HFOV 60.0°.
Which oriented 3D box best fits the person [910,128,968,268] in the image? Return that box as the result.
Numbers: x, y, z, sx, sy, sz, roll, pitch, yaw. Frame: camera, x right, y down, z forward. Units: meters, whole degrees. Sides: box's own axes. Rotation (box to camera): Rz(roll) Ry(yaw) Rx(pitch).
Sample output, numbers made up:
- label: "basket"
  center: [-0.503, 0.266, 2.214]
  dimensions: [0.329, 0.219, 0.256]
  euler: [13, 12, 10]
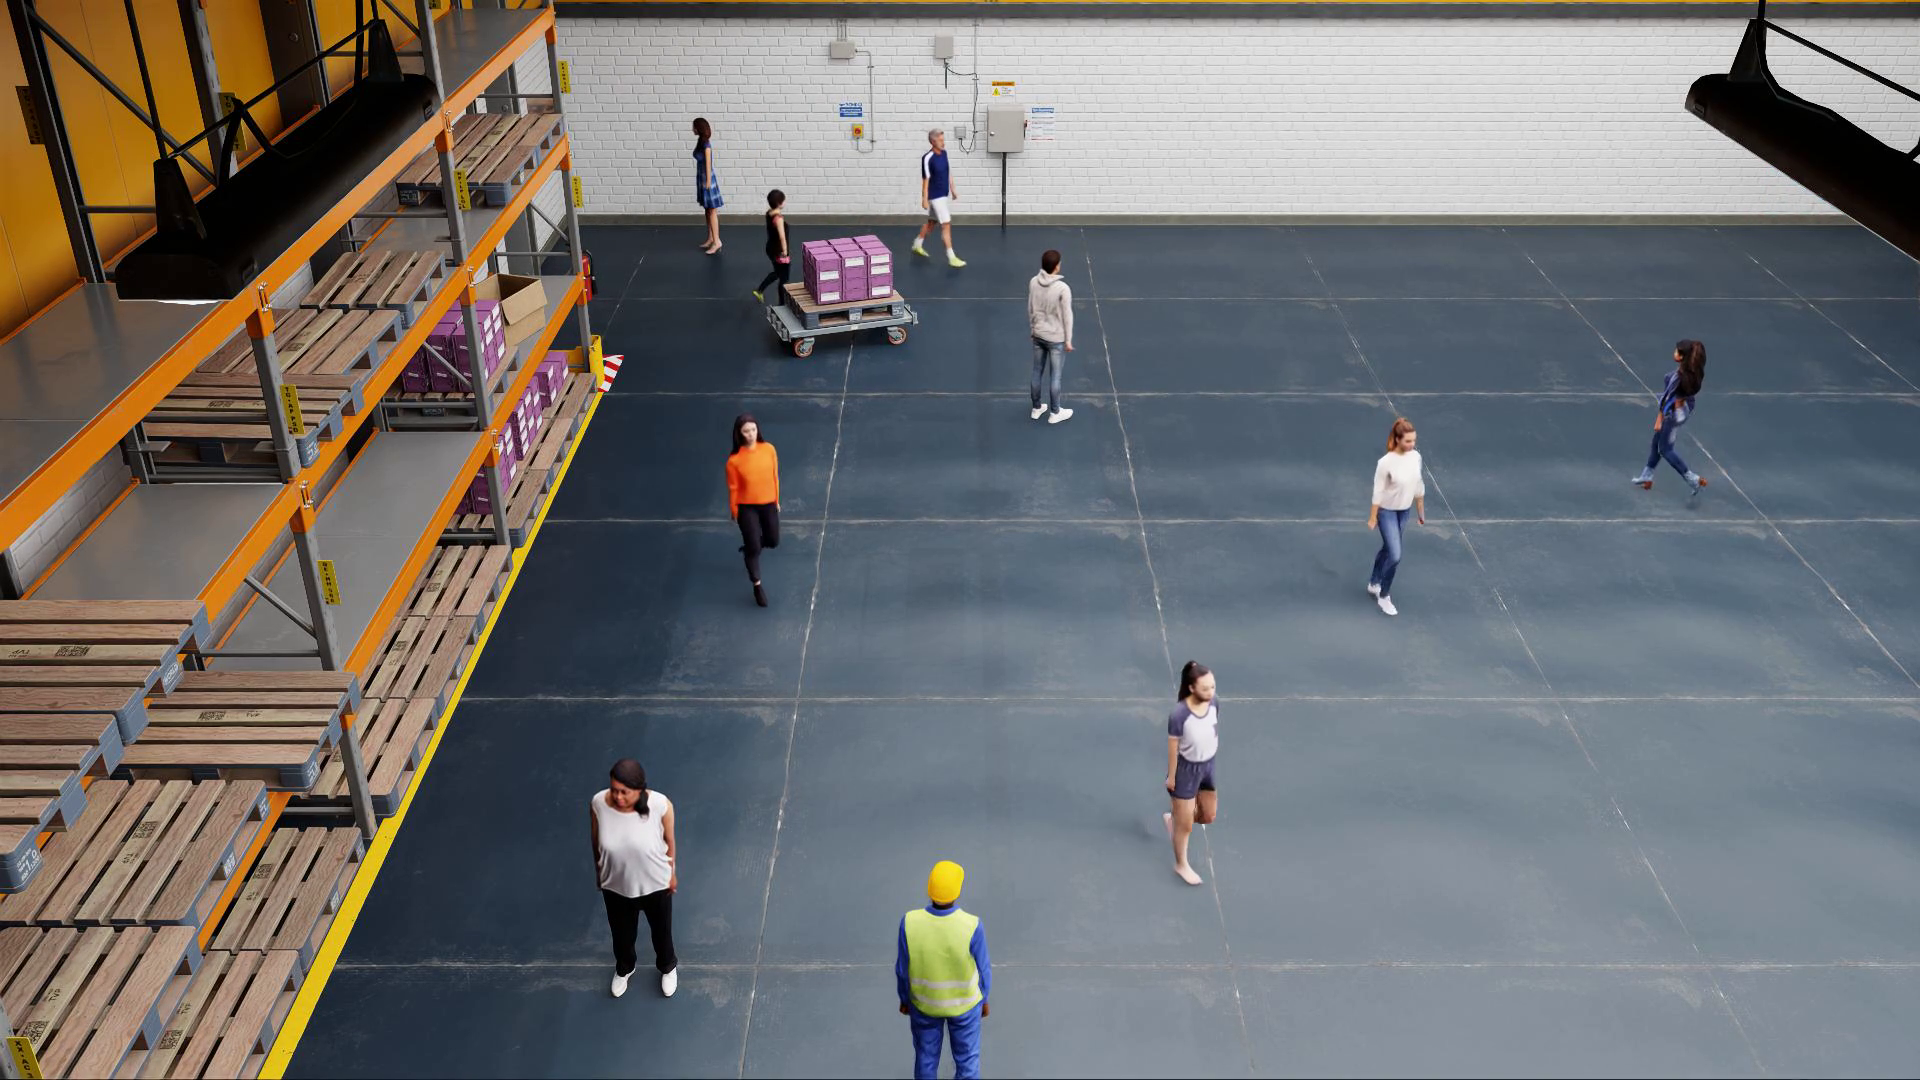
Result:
- label: "person"
  center: [-0.365, -4.509, 21.829]
  dimensions: [1.050, 1.796, 1.187]
  euler: [14, 32, 24]

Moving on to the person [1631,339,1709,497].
- label: "person"
  center: [6.853, -1.128, 15.834]
  dimensions: [0.980, 1.601, 1.051]
  euler: [-24, 37, -37]

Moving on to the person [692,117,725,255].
- label: "person"
  center: [-3.398, -4.752, 22.265]
  dimensions: [0.807, 1.805, 0.657]
  euler: [-11, 31, -20]

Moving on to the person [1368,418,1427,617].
- label: "person"
  center: [3.625, -0.256, 14.125]
  dimensions: [0.795, 1.706, 0.875]
  euler: [-16, 33, -27]

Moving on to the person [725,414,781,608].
- label: "person"
  center: [-1.779, -0.296, 14.167]
  dimensions: [0.863, 1.737, 0.960]
  euler: [-18, 33, -29]

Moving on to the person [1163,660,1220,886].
- label: "person"
  center: [1.468, 1.502, 10.974]
  dimensions: [0.793, 1.638, 0.869]
  euler: [-18, 33, -30]

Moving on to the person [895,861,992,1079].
- label: "person"
  center: [-0.090, 2.478, 9.004]
  dimensions: [0.673, 1.812, 0.562]
  euler: [1, 29, 3]

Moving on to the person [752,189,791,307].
- label: "person"
  center: [-2.280, -3.500, 20.247]
  dimensions: [0.792, 1.539, 0.800]
  euler: [-15, 32, -26]

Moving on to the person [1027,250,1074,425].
- label: "person"
  center: [0.920, -2.142, 17.430]
  dimensions: [0.759, 1.852, 0.783]
  euler: [19, 34, 30]

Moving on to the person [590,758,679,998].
- label: "person"
  center: [-1.938, 2.017, 9.978]
  dimensions: [0.655, 1.687, 0.594]
  euler: [1, 29, 2]
